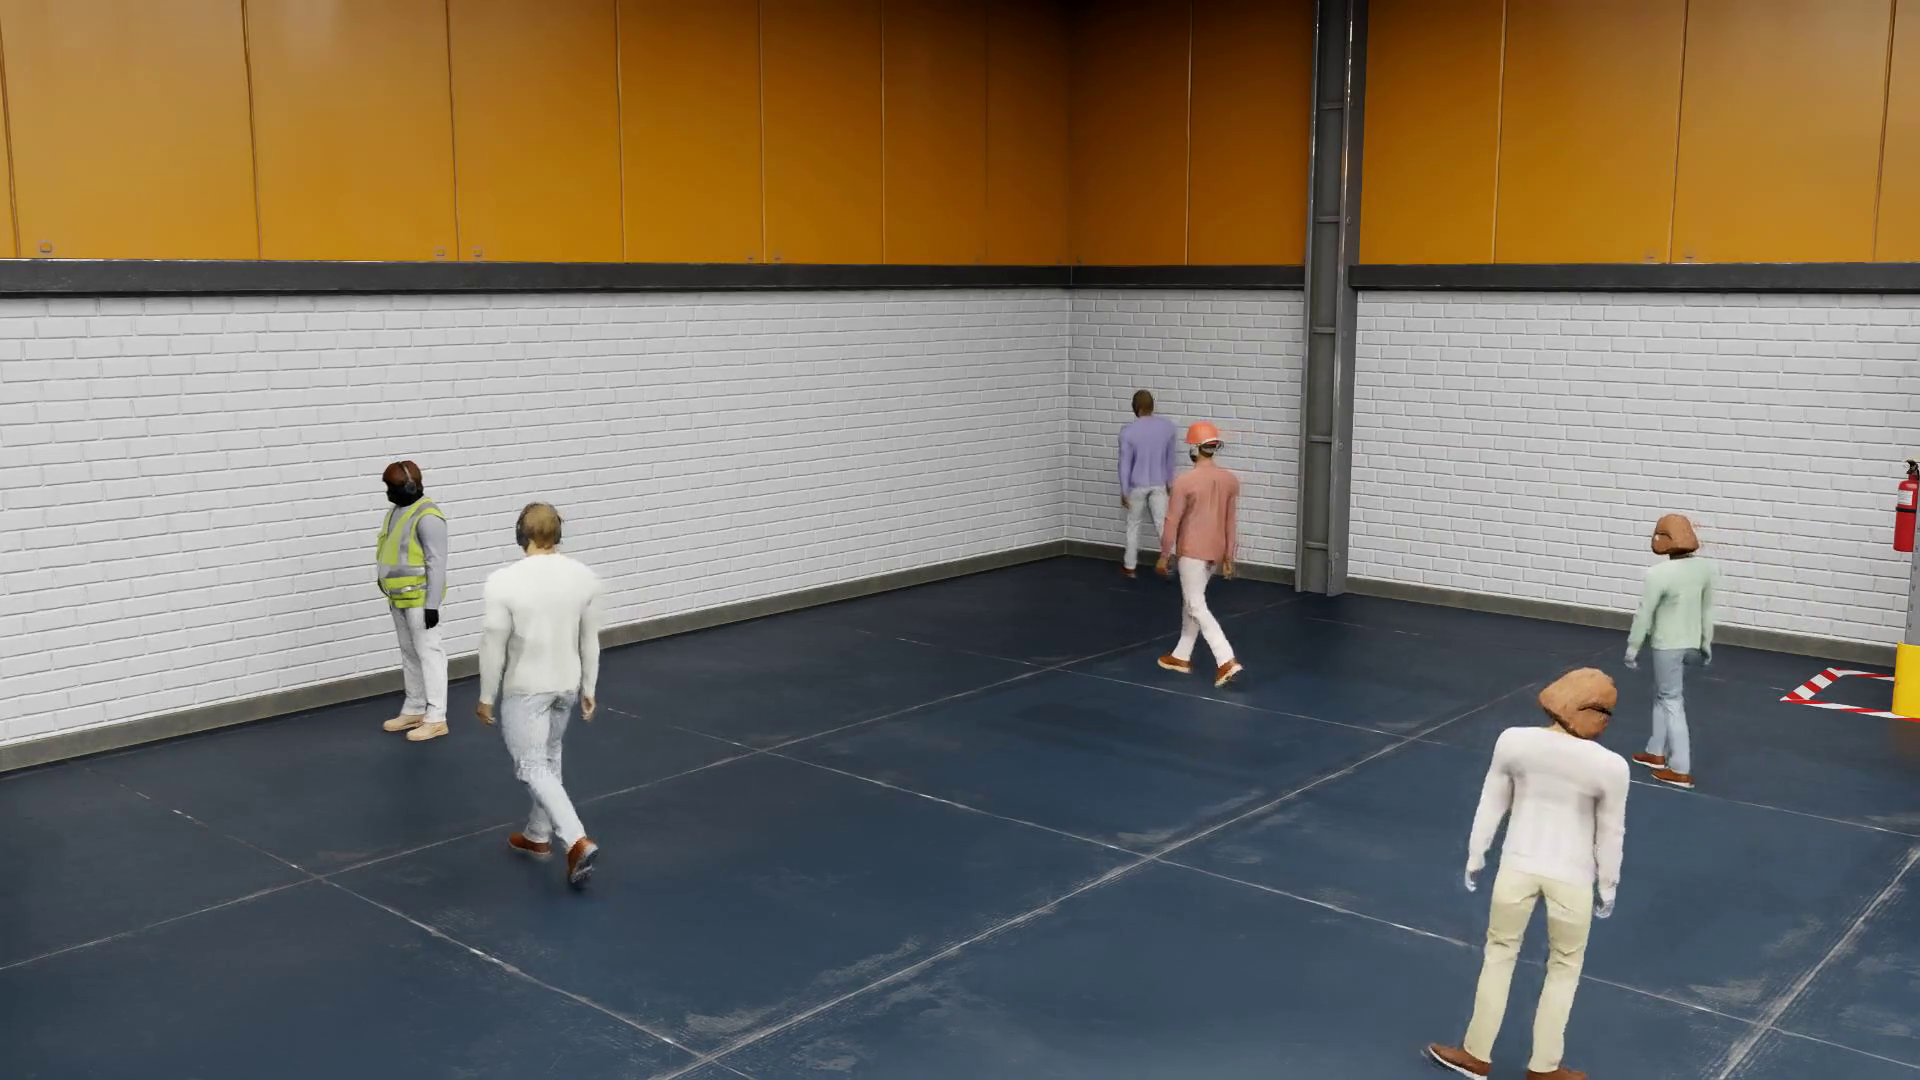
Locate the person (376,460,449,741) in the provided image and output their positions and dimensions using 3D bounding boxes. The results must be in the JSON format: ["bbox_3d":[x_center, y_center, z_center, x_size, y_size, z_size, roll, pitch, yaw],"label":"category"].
[{"bbox_3d":[-3.590,0.390,10.916,0.430,1.838,0.622,-8,12,-40],"label":"person"}]

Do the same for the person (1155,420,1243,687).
[{"bbox_3d":[1.823,0.091,12.395,0.604,1.965,0.957,-7,12,-39],"label":"person"}]

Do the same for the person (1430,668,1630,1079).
[{"bbox_3d":[2.133,1.252,6.237,0.667,1.598,0.359,6,11,32],"label":"person"}]

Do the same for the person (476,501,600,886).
[{"bbox_3d":[-2.066,0.757,8.365,0.895,1.915,0.630,8,12,40],"label":"person"}]

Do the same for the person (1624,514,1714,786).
[{"bbox_3d":[4.214,0.637,10.022,0.531,1.607,0.644,-4,10,-26],"label":"person"}]

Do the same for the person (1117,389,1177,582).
[{"bbox_3d":[1.858,-0.537,16.472,0.650,1.917,0.821,-2,9,-15],"label":"person"}]
